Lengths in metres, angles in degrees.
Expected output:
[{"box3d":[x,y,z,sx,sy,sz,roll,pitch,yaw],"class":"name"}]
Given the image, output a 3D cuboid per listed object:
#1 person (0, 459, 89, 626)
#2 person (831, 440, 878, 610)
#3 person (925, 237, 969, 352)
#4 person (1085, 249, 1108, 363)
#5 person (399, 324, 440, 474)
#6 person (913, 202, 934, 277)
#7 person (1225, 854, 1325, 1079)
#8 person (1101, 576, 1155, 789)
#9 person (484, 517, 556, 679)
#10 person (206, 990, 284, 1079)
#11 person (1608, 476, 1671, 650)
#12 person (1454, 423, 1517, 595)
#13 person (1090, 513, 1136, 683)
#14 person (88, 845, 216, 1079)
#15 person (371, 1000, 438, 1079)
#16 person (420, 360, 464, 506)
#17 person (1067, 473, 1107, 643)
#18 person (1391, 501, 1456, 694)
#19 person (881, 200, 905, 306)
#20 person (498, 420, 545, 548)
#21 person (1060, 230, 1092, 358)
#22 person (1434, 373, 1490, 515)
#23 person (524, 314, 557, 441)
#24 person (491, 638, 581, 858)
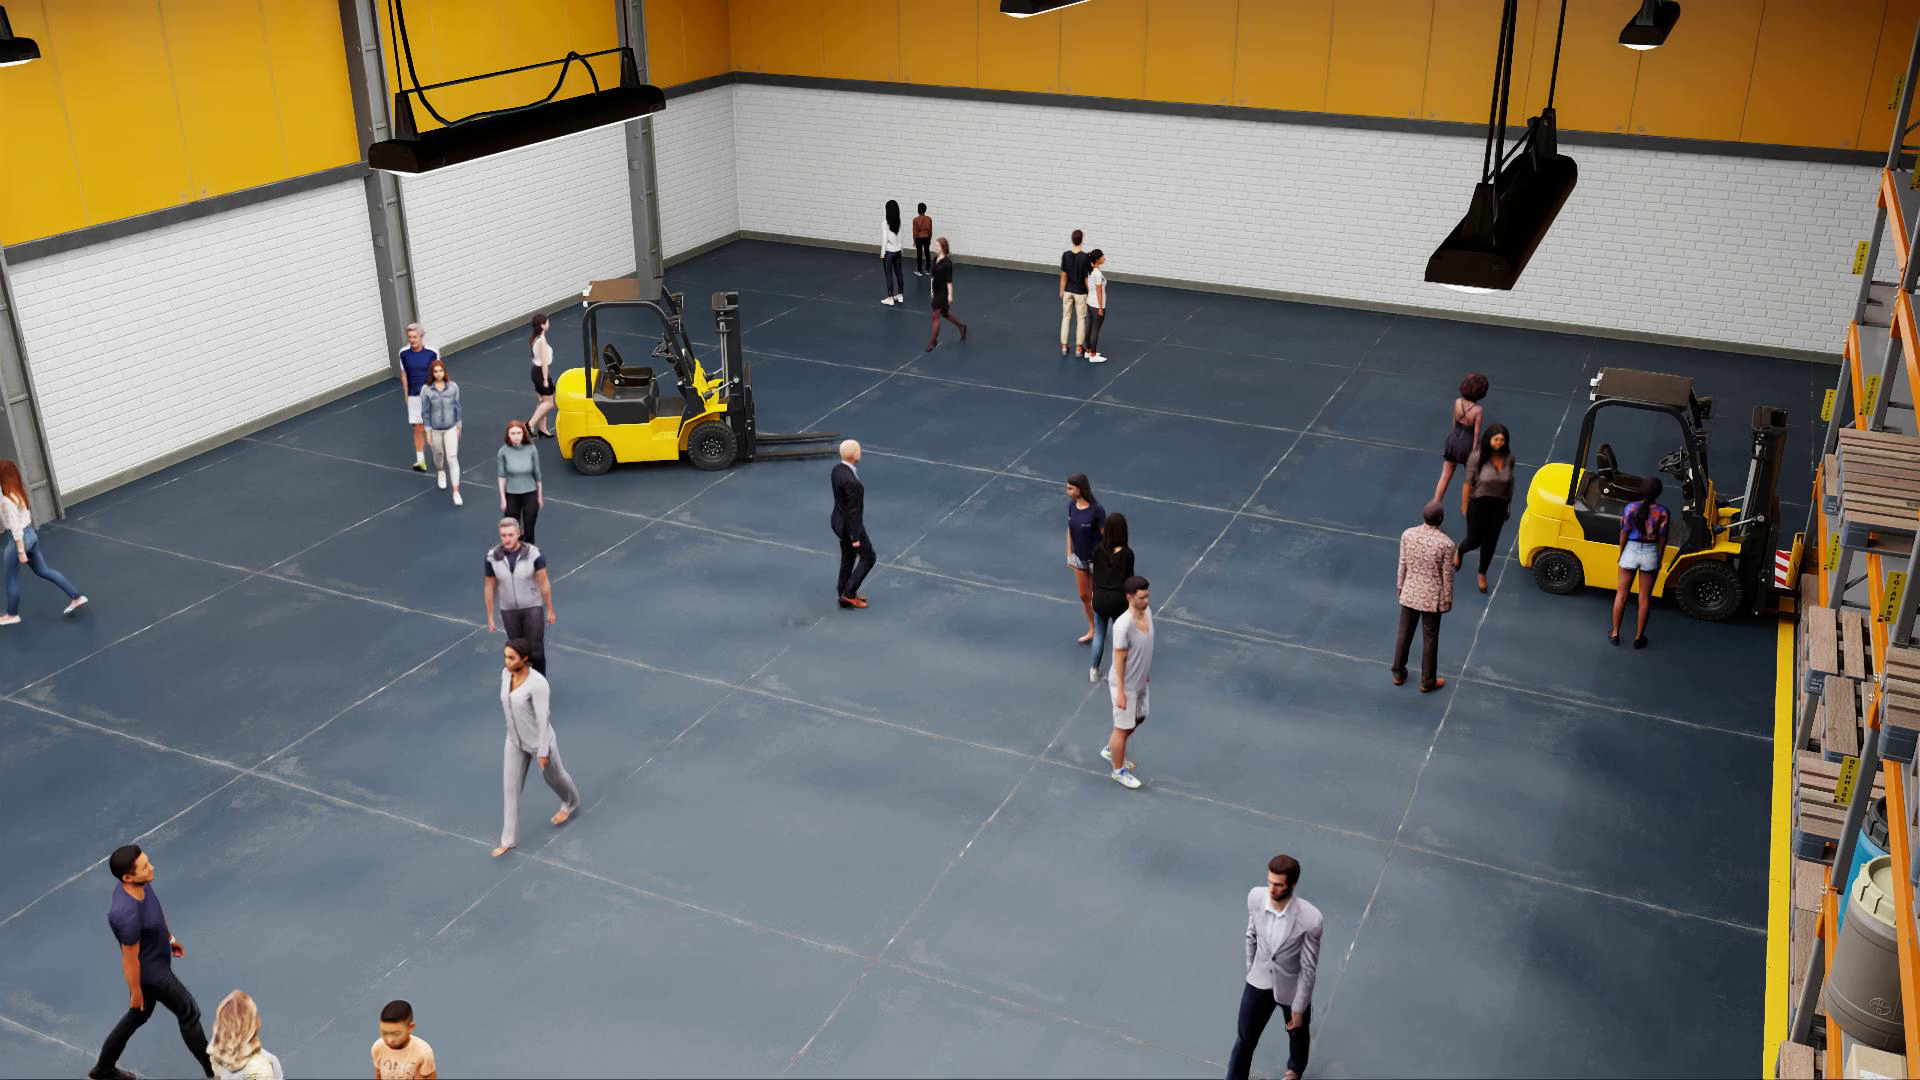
[{"box3d":[-9.078,0.021,16.268,1.068,1.695,1.101,-4,24,-9],"class":"person"},{"box3d":[-1.164,-0.119,16.473,0.868,1.788,0.820,-9,25,-21],"class":"person"},{"box3d":[-0.200,-3.652,24.697,1.130,1.675,0.933,-15,28,-31],"class":"person"},{"box3d":[1.973,-3.427,24.217,0.720,1.646,0.641,-5,24,-12],"class":"person"},{"box3d":[-6.496,-1.771,20.242,1.029,1.796,1.213,-3,24,-7],"class":"person"},{"box3d":[-0.653,-5.224,28.818,0.577,1.254,0.644,-10,25,-21],"class":"person"},{"box3d":[1.996,2.664,10.090,0.821,1.801,1.199,16,28,32],"class":"person"},{"box3d":[1.337,1.115,13.574,0.829,1.848,0.714,15,28,31],"class":"person"},{"box3d":[-3.884,0.601,14.796,0.867,1.811,0.894,-1,24,-2],"class":"person"},{"box3d":[-3.811,3.205,8.964,0.666,1.711,0.608,15,28,31],"class":"person"},{"box3d":[6.460,0.198,15.805,0.580,1.742,0.504,10,26,22],"class":"person"},{"box3d":[5.342,-0.361,16.973,0.843,1.829,0.923,-2,24,-5],"class":"person"},{"box3d":[1.381,0.535,15.158,0.571,1.643,0.549,8,25,17],"class":"person"},{"box3d":[-5.059,2.647,10.187,1.212,1.754,1.122,-10,25,-21],"class":"person"},{"box3d":[-3.082,3.185,9.326,0.562,1.458,0.563,3,24,8],"class":"person"},{"box3d":[-6.020,-1.286,19.290,1.096,1.669,1.166,-8,25,-17],"class":"person"},{"box3d":[1.284,0.184,15.847,0.790,1.733,0.889,15,28,31],"class":"person"},{"box3d":[4.188,0.501,15.029,0.738,1.808,0.677,18,29,35],"class":"person"},{"box3d":[-1.093,-4.687,27.032,0.747,1.701,0.612,21,31,40],"class":"person"},{"box3d":[-4.560,-0.439,17.271,0.855,1.735,0.930,-6,24,-14],"class":"person"},{"box3d":[1.693,-3.622,24.411,0.634,1.848,0.548,10,26,22],"class":"person"},{"box3d":[5.504,-0.946,18.432,0.801,1.734,1.174,21,31,39],"class":"person"},{"box3d":[-5.350,-2.030,21.041,0.861,1.630,0.775,-13,27,-27],"class":"person"},{"box3d":[-3.247,1.523,12.838,0.685,1.689,1.117,13,27,27],"class":"person"}]
